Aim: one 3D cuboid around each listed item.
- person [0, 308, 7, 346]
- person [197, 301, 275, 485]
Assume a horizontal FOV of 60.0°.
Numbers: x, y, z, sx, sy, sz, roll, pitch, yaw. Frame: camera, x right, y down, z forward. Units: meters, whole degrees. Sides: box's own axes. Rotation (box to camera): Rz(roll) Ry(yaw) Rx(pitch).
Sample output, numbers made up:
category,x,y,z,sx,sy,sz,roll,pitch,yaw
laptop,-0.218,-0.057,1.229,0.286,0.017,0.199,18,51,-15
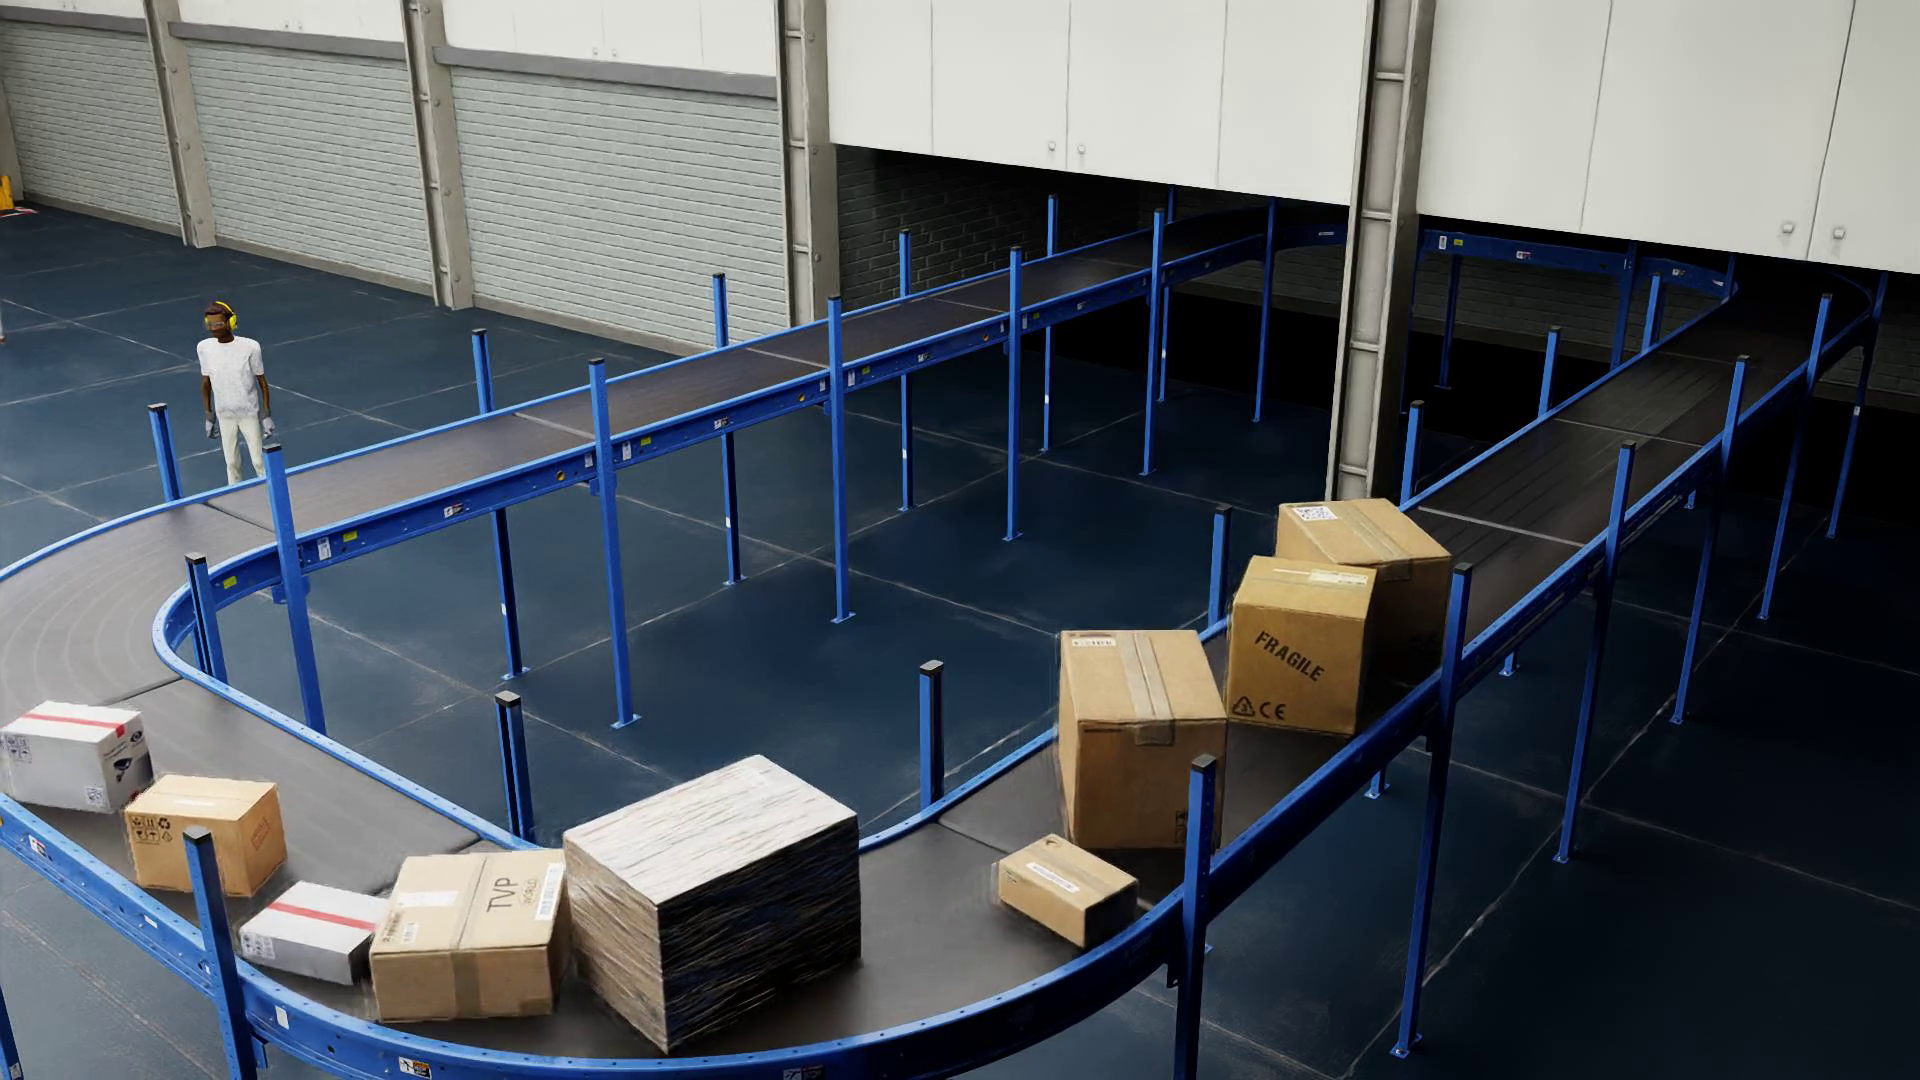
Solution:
category,x,y,z,sx,sy,sz,roll,pitch,yaw
person,-10.891,-3.027,18.253,0.385,1.933,0.636,1,22,3
person,-5.689,-0.972,13.111,0.535,1.868,0.309,-1,22,-3
